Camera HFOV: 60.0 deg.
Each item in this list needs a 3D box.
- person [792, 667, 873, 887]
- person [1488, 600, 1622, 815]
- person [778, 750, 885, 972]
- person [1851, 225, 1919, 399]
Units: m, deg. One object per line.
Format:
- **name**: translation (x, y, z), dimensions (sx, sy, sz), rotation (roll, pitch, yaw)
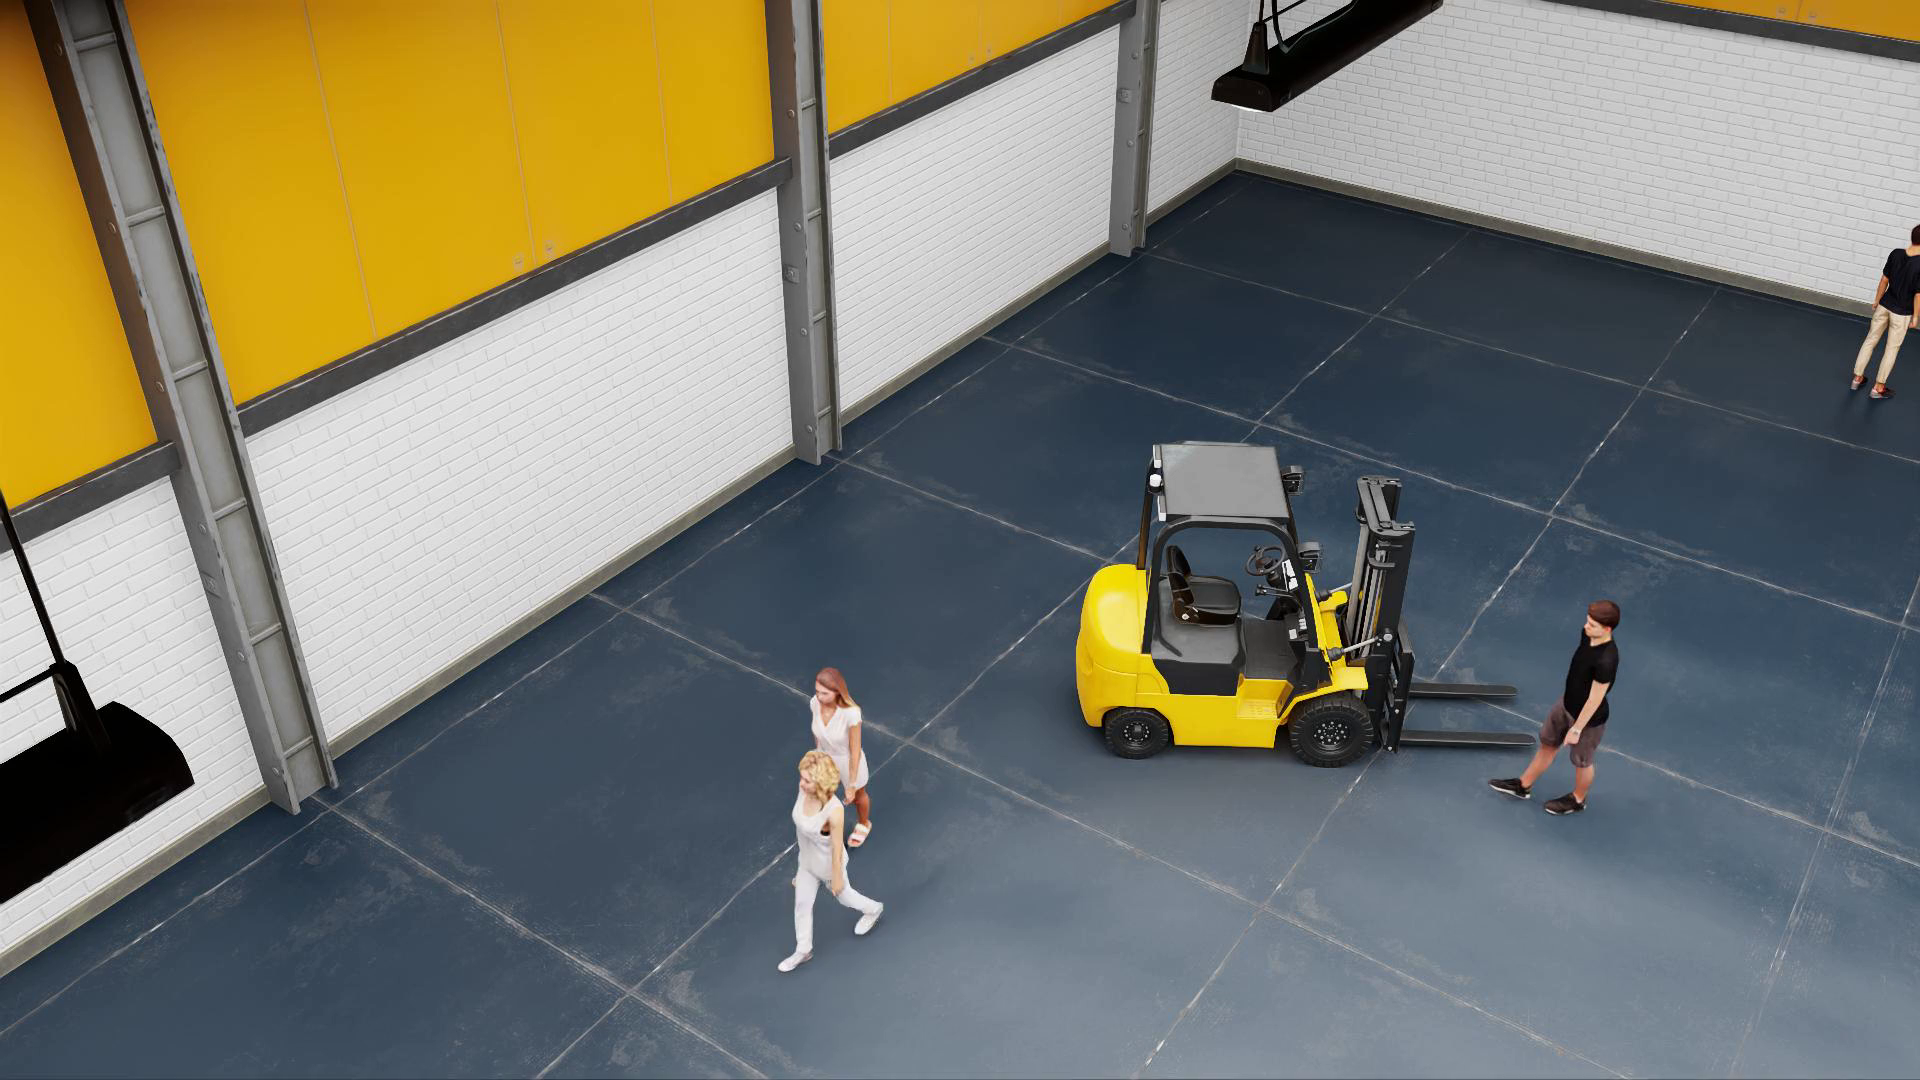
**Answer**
- **person**: translation (-0.764, 1.504, 11.301), dimensions (0.687, 1.651, 1.119), rotation (16, 37, 22)
- **person**: translation (4.429, 1.182, 11.609), dimensions (1.054, 1.846, 1.025), rotation (0, 34, 0)
- **person**: translation (-0.792, 1.997, 10.571), dimensions (1.107, 1.639, 0.780), rotation (-26, 41, -33)
- **person**: translation (9.508, -2.344, 16.907), dimensions (0.690, 1.855, 0.723), rotation (-17, 37, -23)
